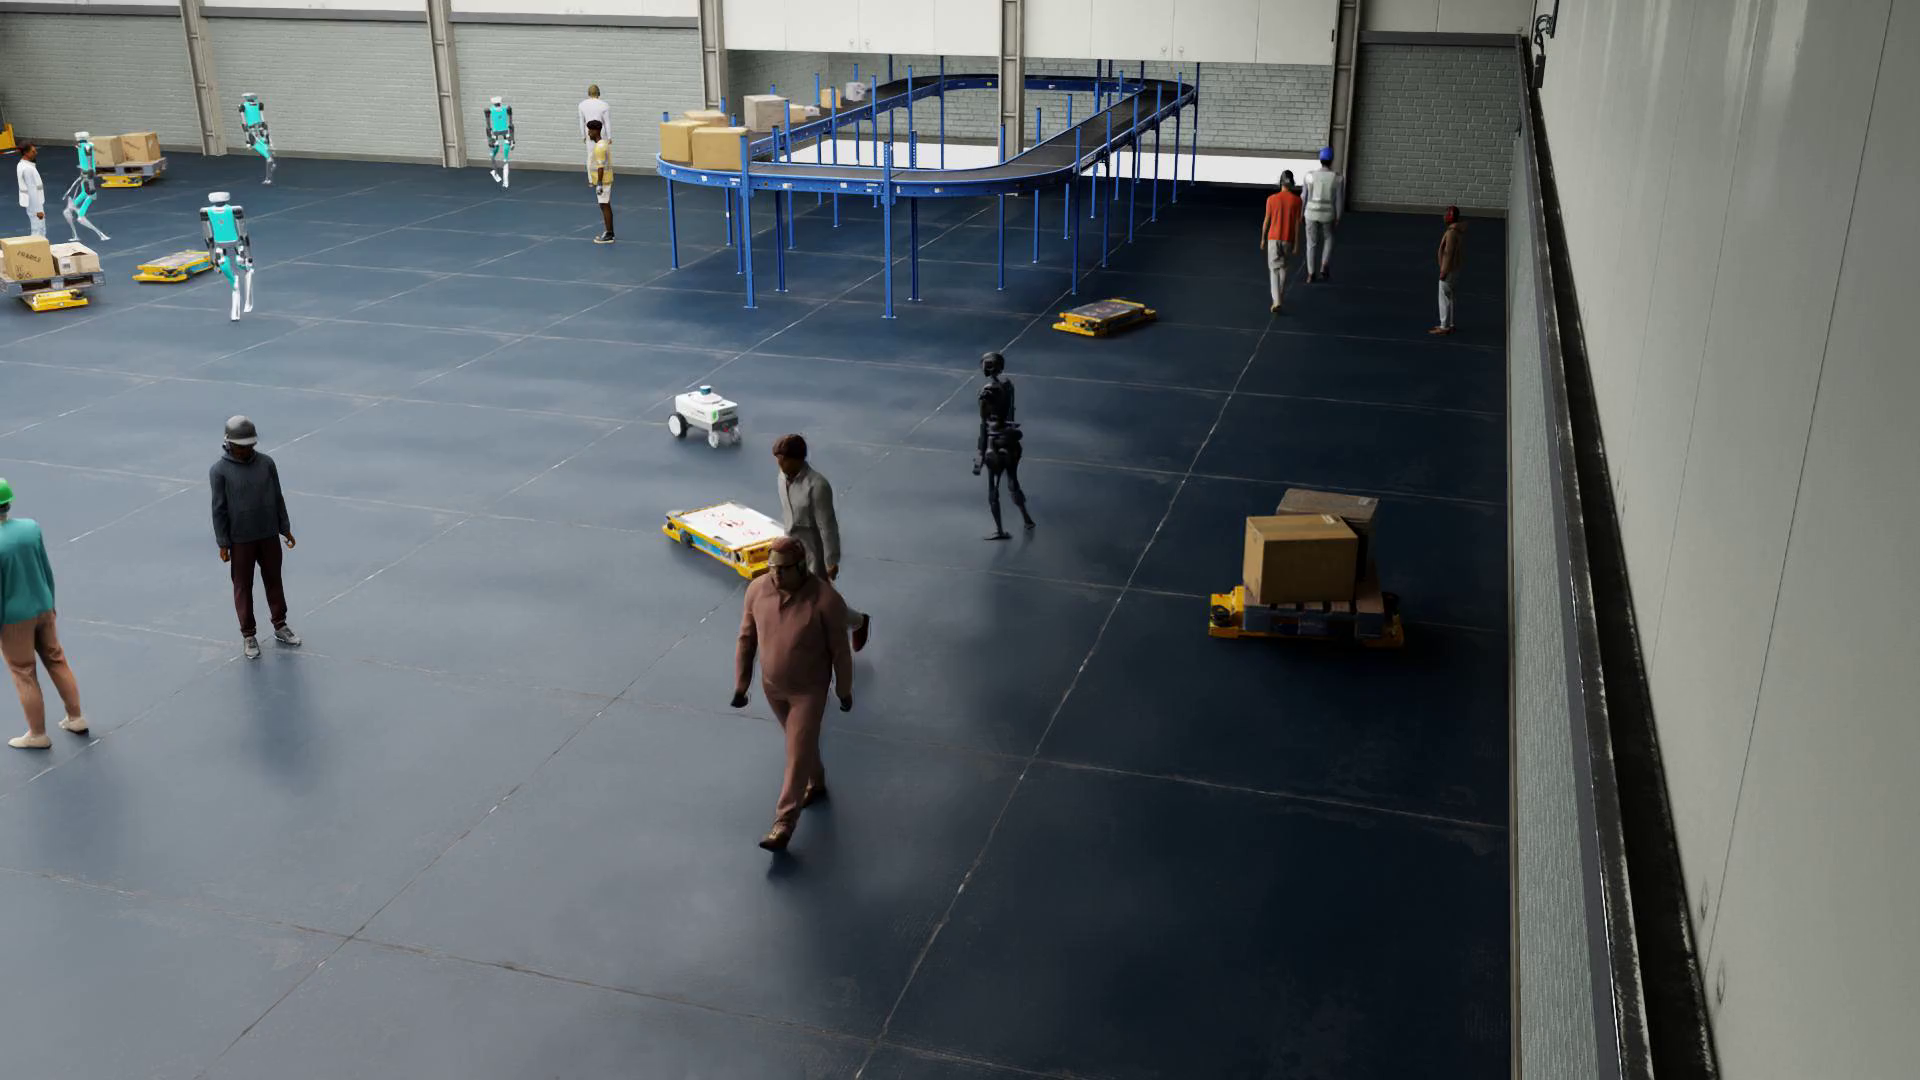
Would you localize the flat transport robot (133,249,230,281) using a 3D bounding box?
[{"bbox_3d":[-11.576,-4.079,24.757,0.659,0.231,1.431,4,21,9],"label":"flat transport robot"}]

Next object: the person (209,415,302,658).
[{"bbox_3d":[-5.165,-0.048,12.159,0.540,1.810,0.375,-19,28,-40],"label":"person"}]

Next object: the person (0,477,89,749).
[{"bbox_3d":[-6.064,0.470,10.745,0.362,1.883,0.523,8,23,20],"label":"person"}]

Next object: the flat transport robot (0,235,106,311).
[{"bbox_3d":[-12.594,-3.433,23.083,0.659,0.231,1.431,-16,26,-36],"label":"flat transport robot"}]

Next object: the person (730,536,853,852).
[{"bbox_3d":[-1.016,0.869,9.722,0.672,1.853,1.012,10,23,24],"label":"person"}]

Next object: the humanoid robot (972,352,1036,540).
[{"bbox_3d":[0.405,-0.800,14.303,0.468,1.648,0.616,13,24,30],"label":"humanoid robot"}]

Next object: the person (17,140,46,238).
[{"bbox_3d":[-13.807,-4.980,24.806,0.374,1.916,0.595,-13,25,-30],"label":"person"}]

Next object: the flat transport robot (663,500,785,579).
[{"bbox_3d":[-1.900,-0.017,14.223,0.659,0.231,1.431,-17,27,-36],"label":"flat transport robot"}]

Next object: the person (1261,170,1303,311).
[{"bbox_3d":[4.340,-4.049,22.462,0.496,1.875,0.963,2,21,4],"label":"person"}]

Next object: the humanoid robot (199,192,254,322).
[{"bbox_3d":[-9.523,-3.713,21.800,0.547,1.745,1.029,-4,21,-10],"label":"humanoid robot"}]

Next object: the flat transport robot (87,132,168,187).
[{"bbox_3d":[-16.293,-7.119,32.642,0.659,0.231,1.431,-3,21,-8],"label":"flat transport robot"}]

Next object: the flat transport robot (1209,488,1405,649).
[{"bbox_3d":[2.635,0.571,12.698,1.431,0.231,0.659,3,21,9],"label":"flat transport robot"}]

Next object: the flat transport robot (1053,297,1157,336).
[{"bbox_3d":[1.903,-2.914,21.736,0.659,0.231,1.431,17,27,37],"label":"flat transport robot"}]

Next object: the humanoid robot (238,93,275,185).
[{"bbox_3d":[-13.440,-7.687,32.109,0.761,1.803,0.549,12,24,28],"label":"humanoid robot"}]

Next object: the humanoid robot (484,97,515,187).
[{"bbox_3d":[-8.973,-7.752,32.275,0.564,1.750,1.017,-10,23,-25],"label":"humanoid robot"}]

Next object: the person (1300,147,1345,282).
[{"bbox_3d":[5.215,-4.694,24.048,0.620,1.933,0.445,6,22,14],"label":"person"}]

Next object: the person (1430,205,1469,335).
[{"bbox_3d":[6.240,-3.430,21.163,0.309,1.646,0.474,11,24,27],"label":"person"}]

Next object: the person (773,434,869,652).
[{"bbox_3d":[-1.013,0.072,11.870,0.623,1.803,0.517,-19,28,-40],"label":"person"}]

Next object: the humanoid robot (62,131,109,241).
[{"bbox_3d":[-14.341,-5.667,26.925,0.808,1.814,0.541,-14,25,-32],"label":"humanoid robot"}]

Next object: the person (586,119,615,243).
[{"bbox_3d":[-5.791,-5.801,26.879,0.373,1.959,0.602,-2,21,-6],"label":"person"}]

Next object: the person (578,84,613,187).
[{"bbox_3d":[-7.012,-7.791,32.088,0.623,1.931,0.375,3,21,7],"label":"person"}]

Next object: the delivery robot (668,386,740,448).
[{"bbox_3d":[-2.627,-1.289,17.150,0.802,0.614,0.499,20,28,41],"label":"delivery robot"}]
